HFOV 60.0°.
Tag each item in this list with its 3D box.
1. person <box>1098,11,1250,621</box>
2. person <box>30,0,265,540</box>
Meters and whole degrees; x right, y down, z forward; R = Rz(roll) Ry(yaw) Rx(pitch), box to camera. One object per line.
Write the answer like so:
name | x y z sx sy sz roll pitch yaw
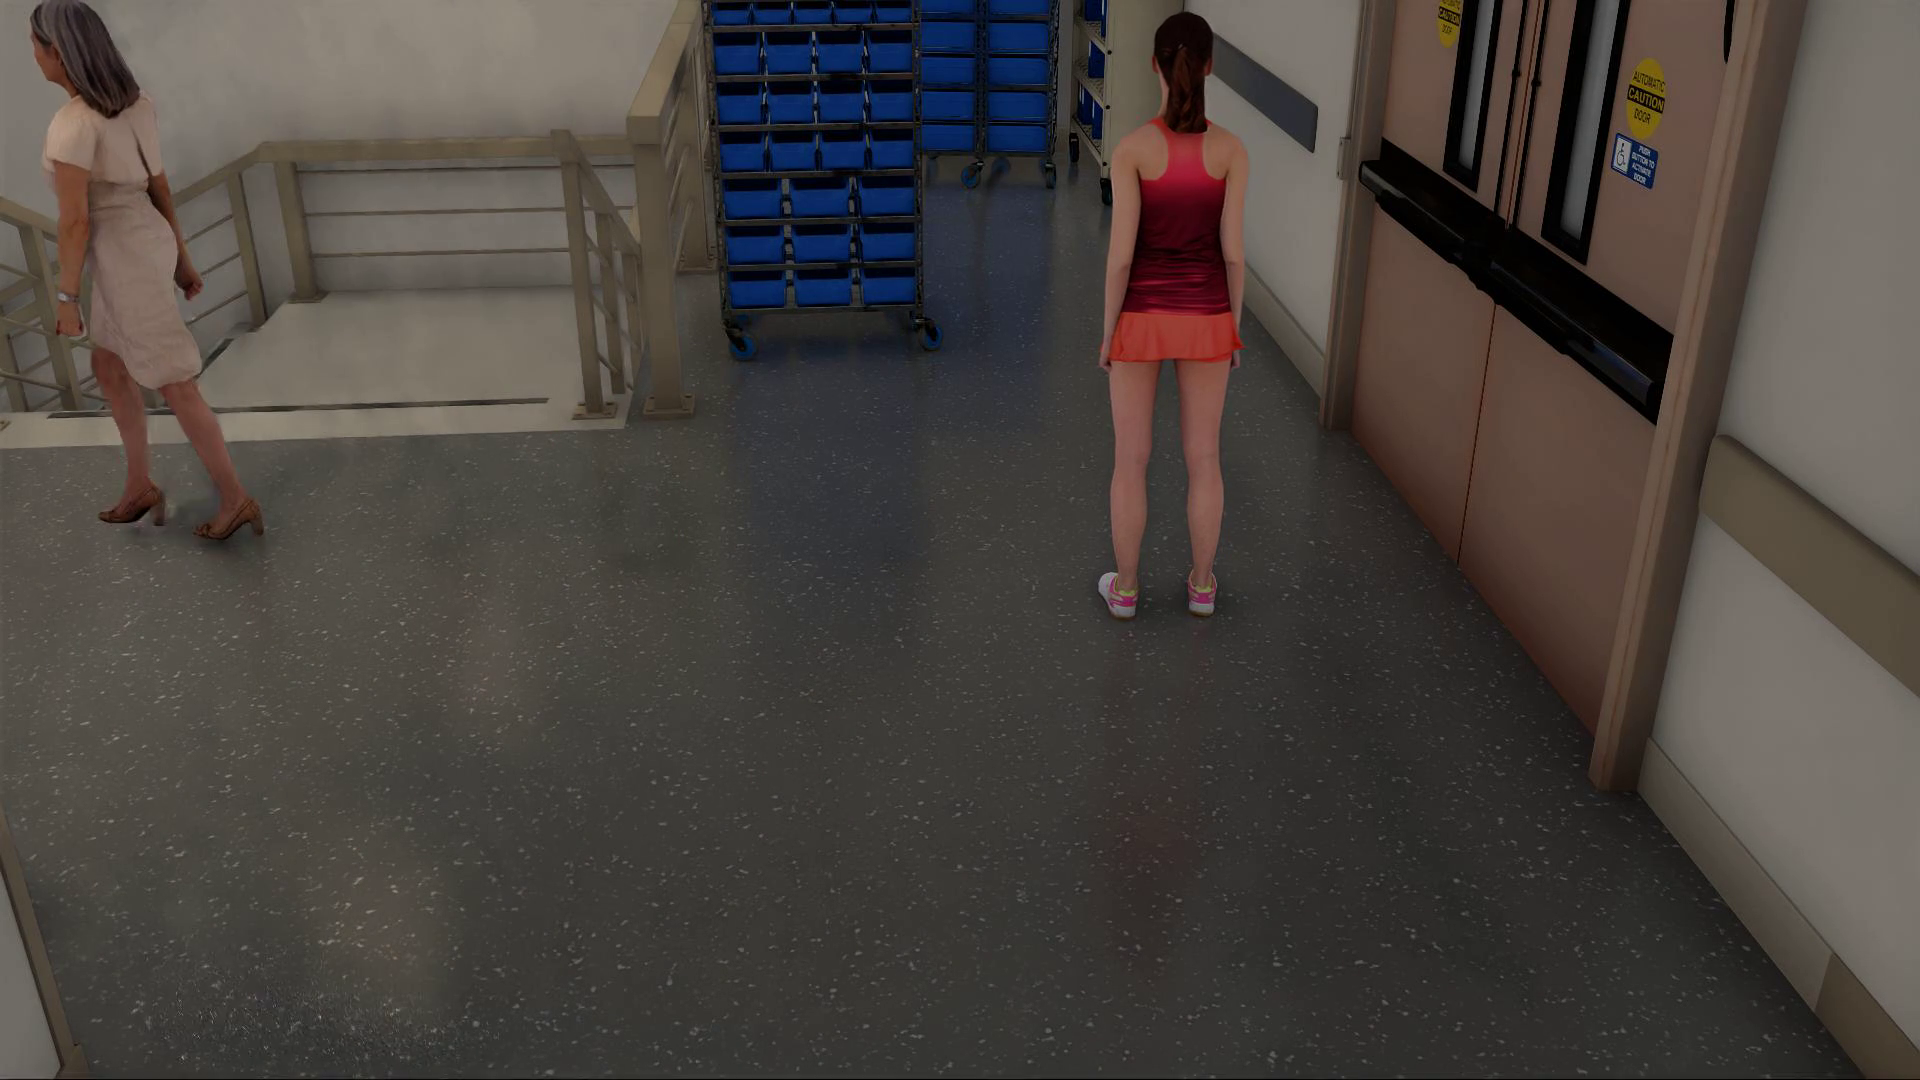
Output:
person | 0.598 -0.607 4.771 0.562 1.751 0.515 -1 26 -3
person | -2.435 -0.759 5.129 0.709 1.714 0.752 0 26 1
